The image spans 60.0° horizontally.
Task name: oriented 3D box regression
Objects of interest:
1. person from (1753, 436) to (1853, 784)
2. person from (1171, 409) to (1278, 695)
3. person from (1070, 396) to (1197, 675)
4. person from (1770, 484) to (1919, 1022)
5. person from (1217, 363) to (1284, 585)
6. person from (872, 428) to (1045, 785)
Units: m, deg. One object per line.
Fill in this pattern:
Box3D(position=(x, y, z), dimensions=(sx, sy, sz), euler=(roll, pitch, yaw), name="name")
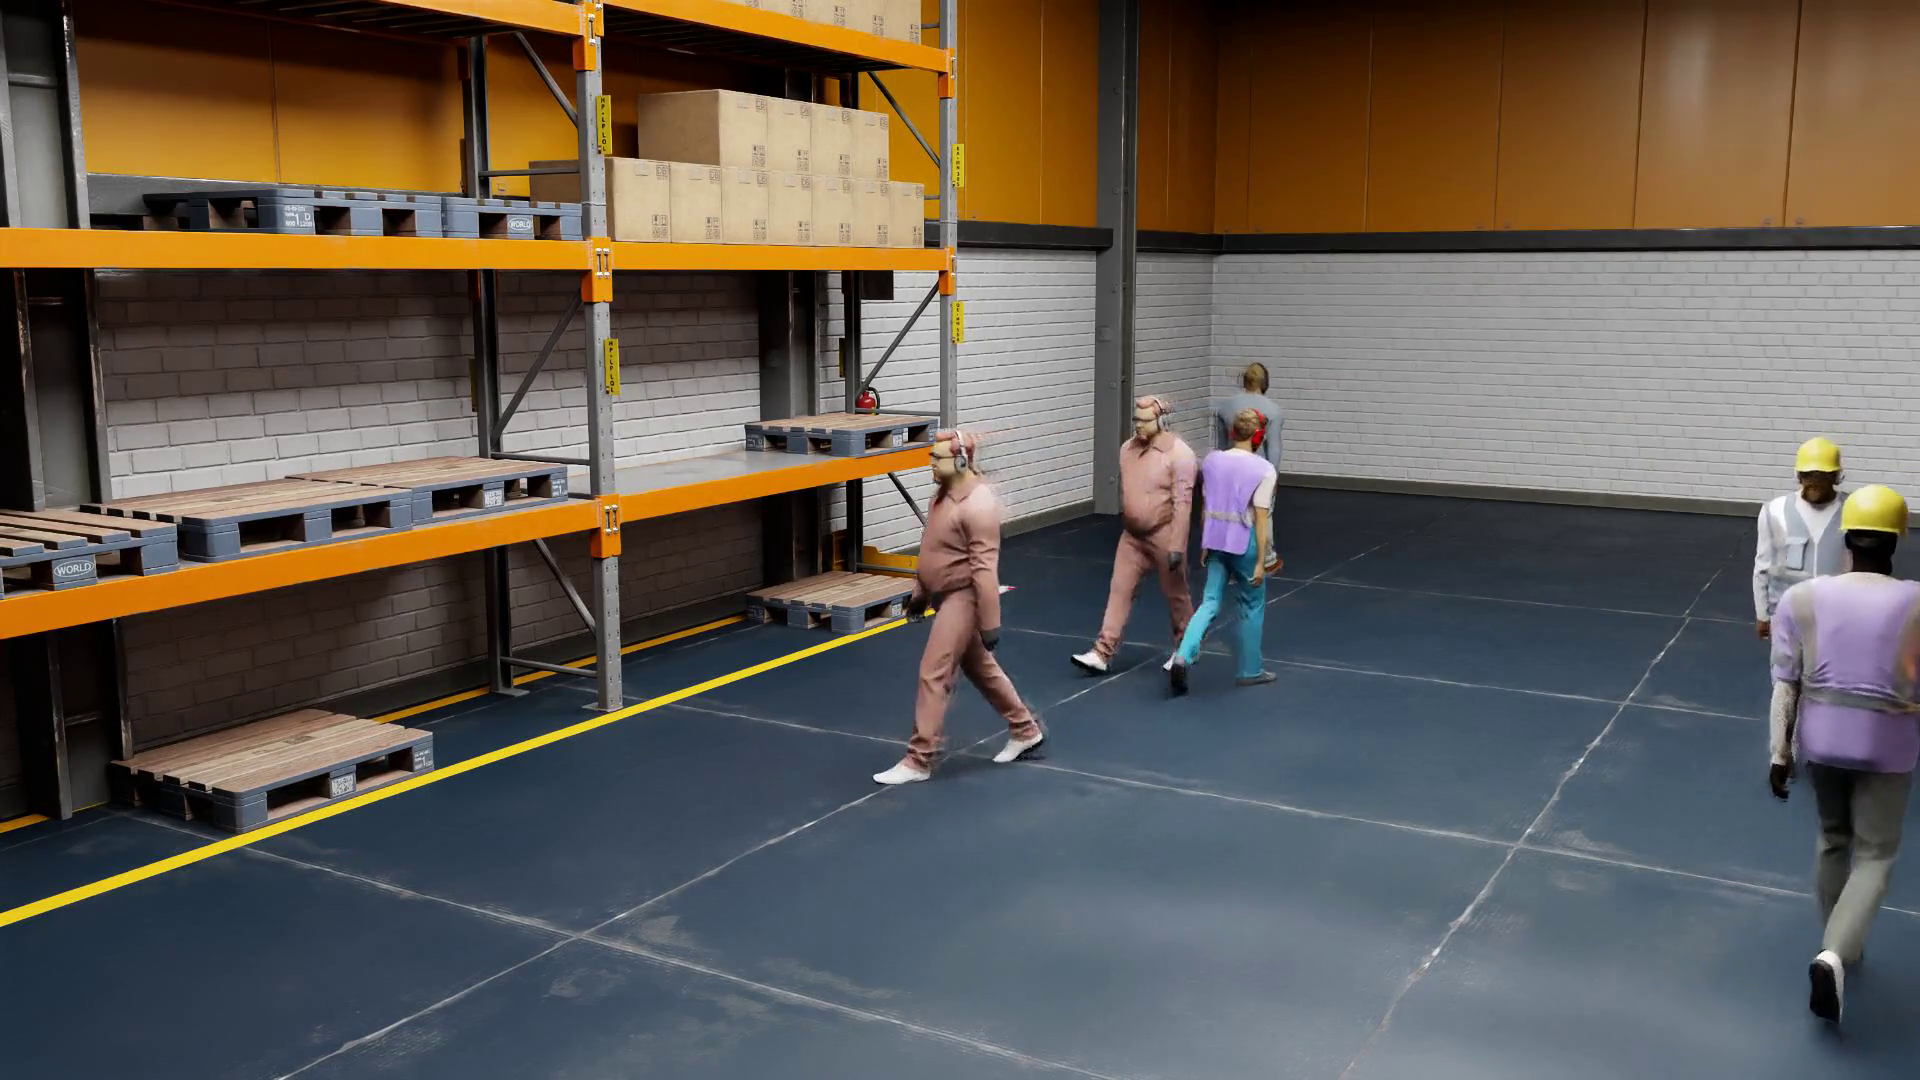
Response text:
Box3D(position=(4.519, 0.344, 8.806), dimensions=(0.597, 1.814, 0.728), euler=(5, 10, 27), name="person")
Box3D(position=(1.687, 0.077, 10.472), dimensions=(0.852, 1.809, 0.595), euler=(-8, 12, -43), name="person")
Box3D(position=(1.209, -0.011, 10.892), dimensions=(0.997, 1.844, 0.667), euler=(-9, 12, -43), name="person")
Box3D(position=(3.219, 0.748, 6.000), dimensions=(0.586, 1.894, 0.838), euler=(8, 12, 41), name="person")
Box3D(position=(2.483, -0.570, 14.268), dimensions=(0.644, 1.888, 1.021), euler=(6, 11, 33), name="person")
Box3D(position=(0.030, 0.328, 8.748), dimensions=(0.986, 1.862, 0.651), euler=(-2, 9, -14), name="person")
